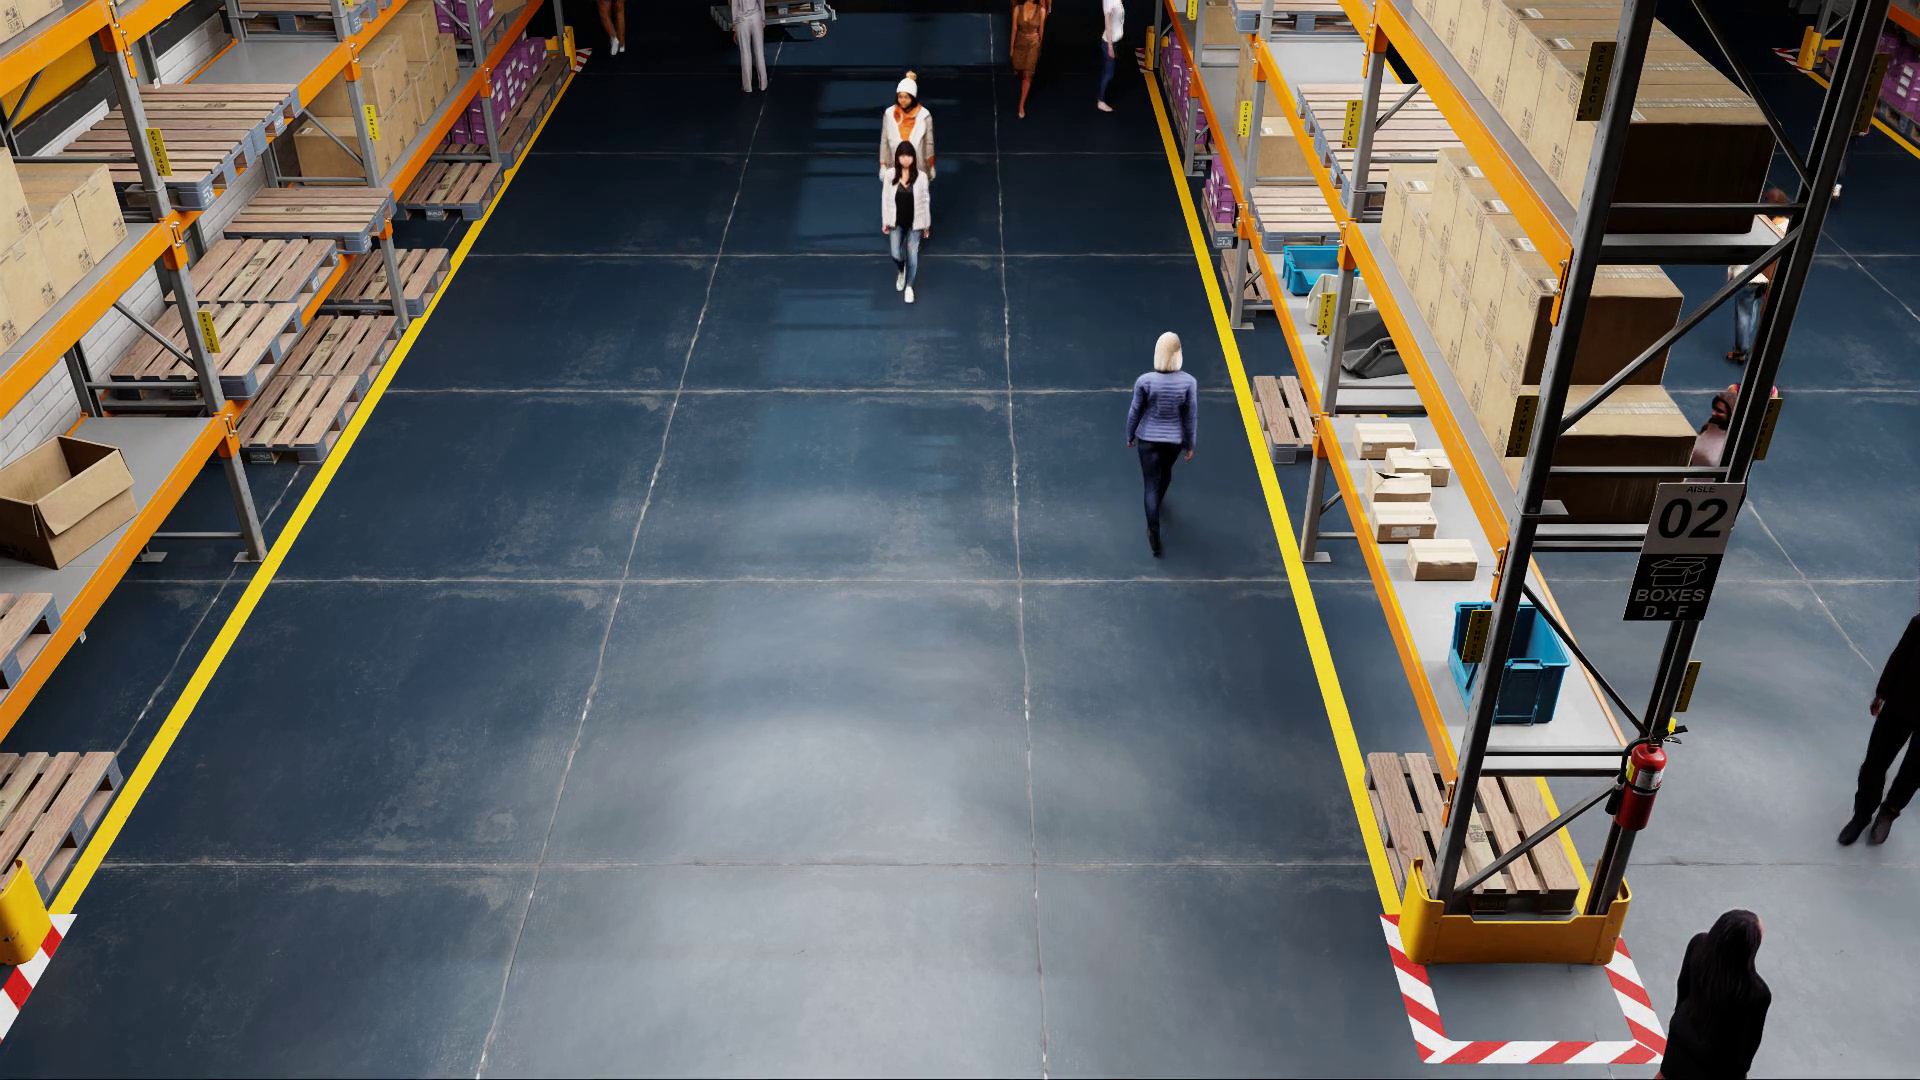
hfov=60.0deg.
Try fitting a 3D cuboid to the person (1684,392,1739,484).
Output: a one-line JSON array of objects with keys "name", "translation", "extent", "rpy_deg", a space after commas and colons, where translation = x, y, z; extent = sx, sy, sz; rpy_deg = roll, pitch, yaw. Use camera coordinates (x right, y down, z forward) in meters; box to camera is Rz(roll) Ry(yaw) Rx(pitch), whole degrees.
[{"name": "person", "translation": [5.293, -0.274, 11.861], "extent": [0.695, 1.769, 0.603], "rpy_deg": [-10, 35, -14]}]

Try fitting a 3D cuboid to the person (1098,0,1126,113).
[{"name": "person", "translation": [1.870, -6.264, 20.914], "extent": [0.927, 1.723, 0.572], "rpy_deg": [1, 34, 1]}]

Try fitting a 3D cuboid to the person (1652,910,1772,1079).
[{"name": "person", "translation": [3.539, 2.388, 7.899], "extent": [0.744, 1.720, 0.602], "rpy_deg": [-15, 36, -21]}]

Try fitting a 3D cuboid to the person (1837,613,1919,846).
[{"name": "person", "translation": [5.732, 0.991, 9.880], "extent": [0.877, 1.856, 0.929], "rpy_deg": [24, 40, 31]}]

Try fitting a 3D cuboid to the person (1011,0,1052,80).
[{"name": "person", "translation": [0.963, -6.990, 21.921], "extent": [0.780, 1.817, 1.085], "rpy_deg": [-4, 34, -6]}]

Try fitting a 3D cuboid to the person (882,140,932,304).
[{"name": "person", "translation": [-0.529, -3.156, 16.319], "extent": [0.626, 1.633, 0.626], "rpy_deg": [1, 34, 1]}]

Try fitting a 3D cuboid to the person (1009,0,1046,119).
[{"name": "person", "translation": [0.834, -6.151, 20.802], "extent": [0.621, 1.659, 0.913], "rpy_deg": [4, 34, 6]}]

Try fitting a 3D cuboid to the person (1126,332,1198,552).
[{"name": "person", "translation": [1.524, -0.718, 12.590], "extent": [0.672, 1.701, 1.071], "rpy_deg": [-1, 34, -1]}]

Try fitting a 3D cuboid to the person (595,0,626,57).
[{"name": "person", "translation": [-4.776, -7.520, 22.728], "extent": [0.884, 1.806, 1.060], "rpy_deg": [-11, 35, -16]}]

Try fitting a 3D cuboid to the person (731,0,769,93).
[{"name": "person", "translation": [-2.732, -6.702, 21.527], "extent": [0.660, 1.774, 0.639], "rpy_deg": [-11, 35, -17]}]

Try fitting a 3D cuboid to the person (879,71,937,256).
[{"name": "person", "translation": [-0.517, -3.948, 17.323], "extent": [0.870, 1.840, 1.239], "rpy_deg": [6, 34, 9]}]

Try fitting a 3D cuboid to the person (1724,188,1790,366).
[{"name": "person", "translation": [7.252, -2.338, 15.059], "extent": [0.660, 1.665, 0.641], "rpy_deg": [-3, 34, -4]}]
